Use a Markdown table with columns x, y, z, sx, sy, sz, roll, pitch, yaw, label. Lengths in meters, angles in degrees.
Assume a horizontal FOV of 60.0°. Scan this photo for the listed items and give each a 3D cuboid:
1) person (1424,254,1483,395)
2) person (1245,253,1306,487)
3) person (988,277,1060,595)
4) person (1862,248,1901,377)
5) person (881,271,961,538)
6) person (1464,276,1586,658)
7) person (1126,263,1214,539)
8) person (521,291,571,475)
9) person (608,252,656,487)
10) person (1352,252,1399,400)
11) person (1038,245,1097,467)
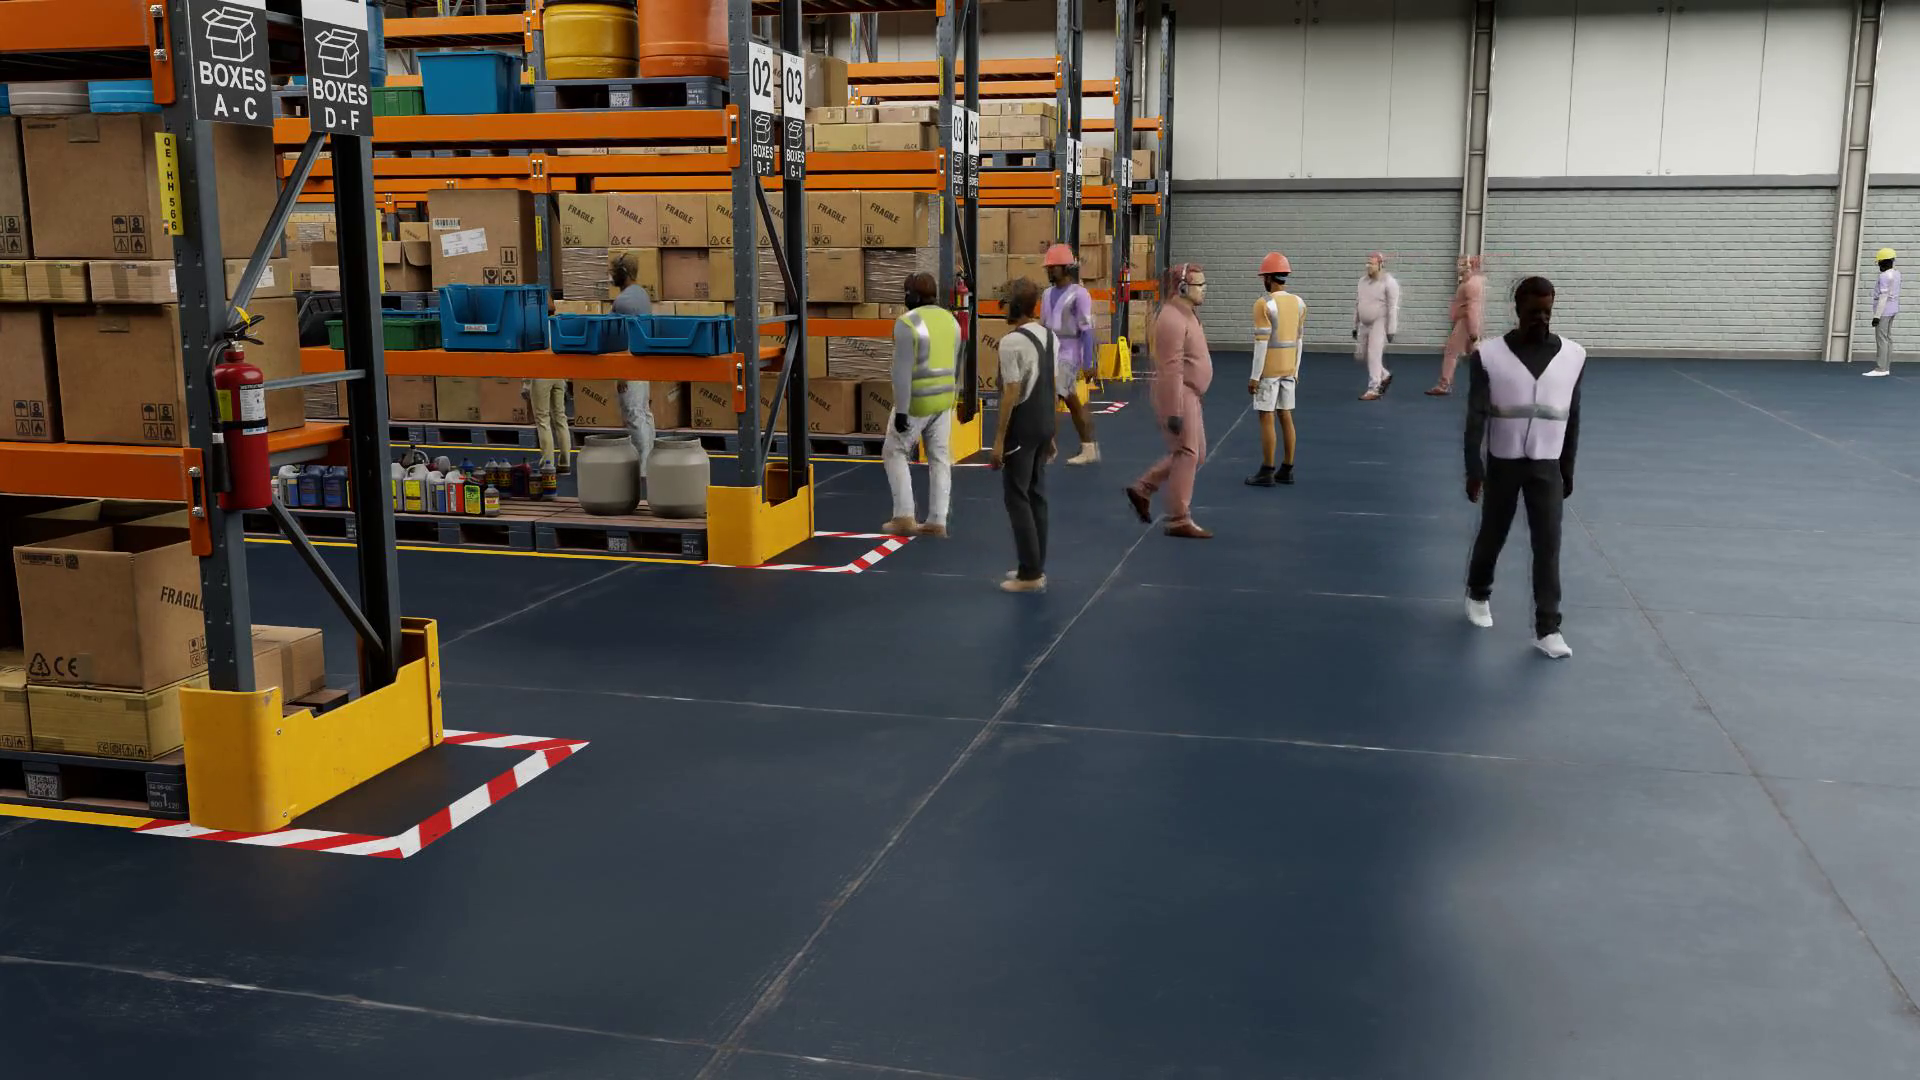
| x | y | z | sx | sy | sz | roll | pitch | yaw | label |
| --- | --- | --- | --- | --- | --- | --- | --- | --- | --- |
| 6.693 | -2.817 | 21.846 | 0.974 | 1.864 | 0.641 | 4 | 11 | 20 | person |
| 2.600 | -1.409 | 13.833 | 0.553 | 1.934 | 0.364 | -8 | 13 | -36 | person |
| 0.384 | -0.604 | 9.694 | 0.459 | 1.836 | 0.554 | 8 | 13 | 36 | person |
| 13.859 | -3.412 | 24.960 | 0.365 | 1.927 | 0.587 | 10 | 14 | 43 | person |
| -0.310 | -0.925 | 11.458 | 0.599 | 1.823 | 0.662 | 9 | 14 | 41 | person |
| 2.855 | -0.403 | 8.485 | 0.602 | 1.872 | 0.989 | 0 | 10 | 1 | person |
| 1.470 | -0.950 | 11.420 | 0.544 | 1.886 | 0.661 | 3 | 11 | 14 | person |
| -3.573 | -1.346 | 14.321 | 0.274 | 1.632 | 0.503 | 6 | 12 | 31 | person |
| -2.720 | -1.403 | 13.796 | 0.352 | 1.937 | 0.635 | 0 | 10 | 2 | person |
| 5.352 | -2.739 | 21.336 | 0.588 | 1.887 | 0.654 | -6 | 12 | -29 | person |
| 0.825 | -1.615 | 14.819 | 1.042 | 1.987 | 0.630 | -6 | 12 | -29 | person |
